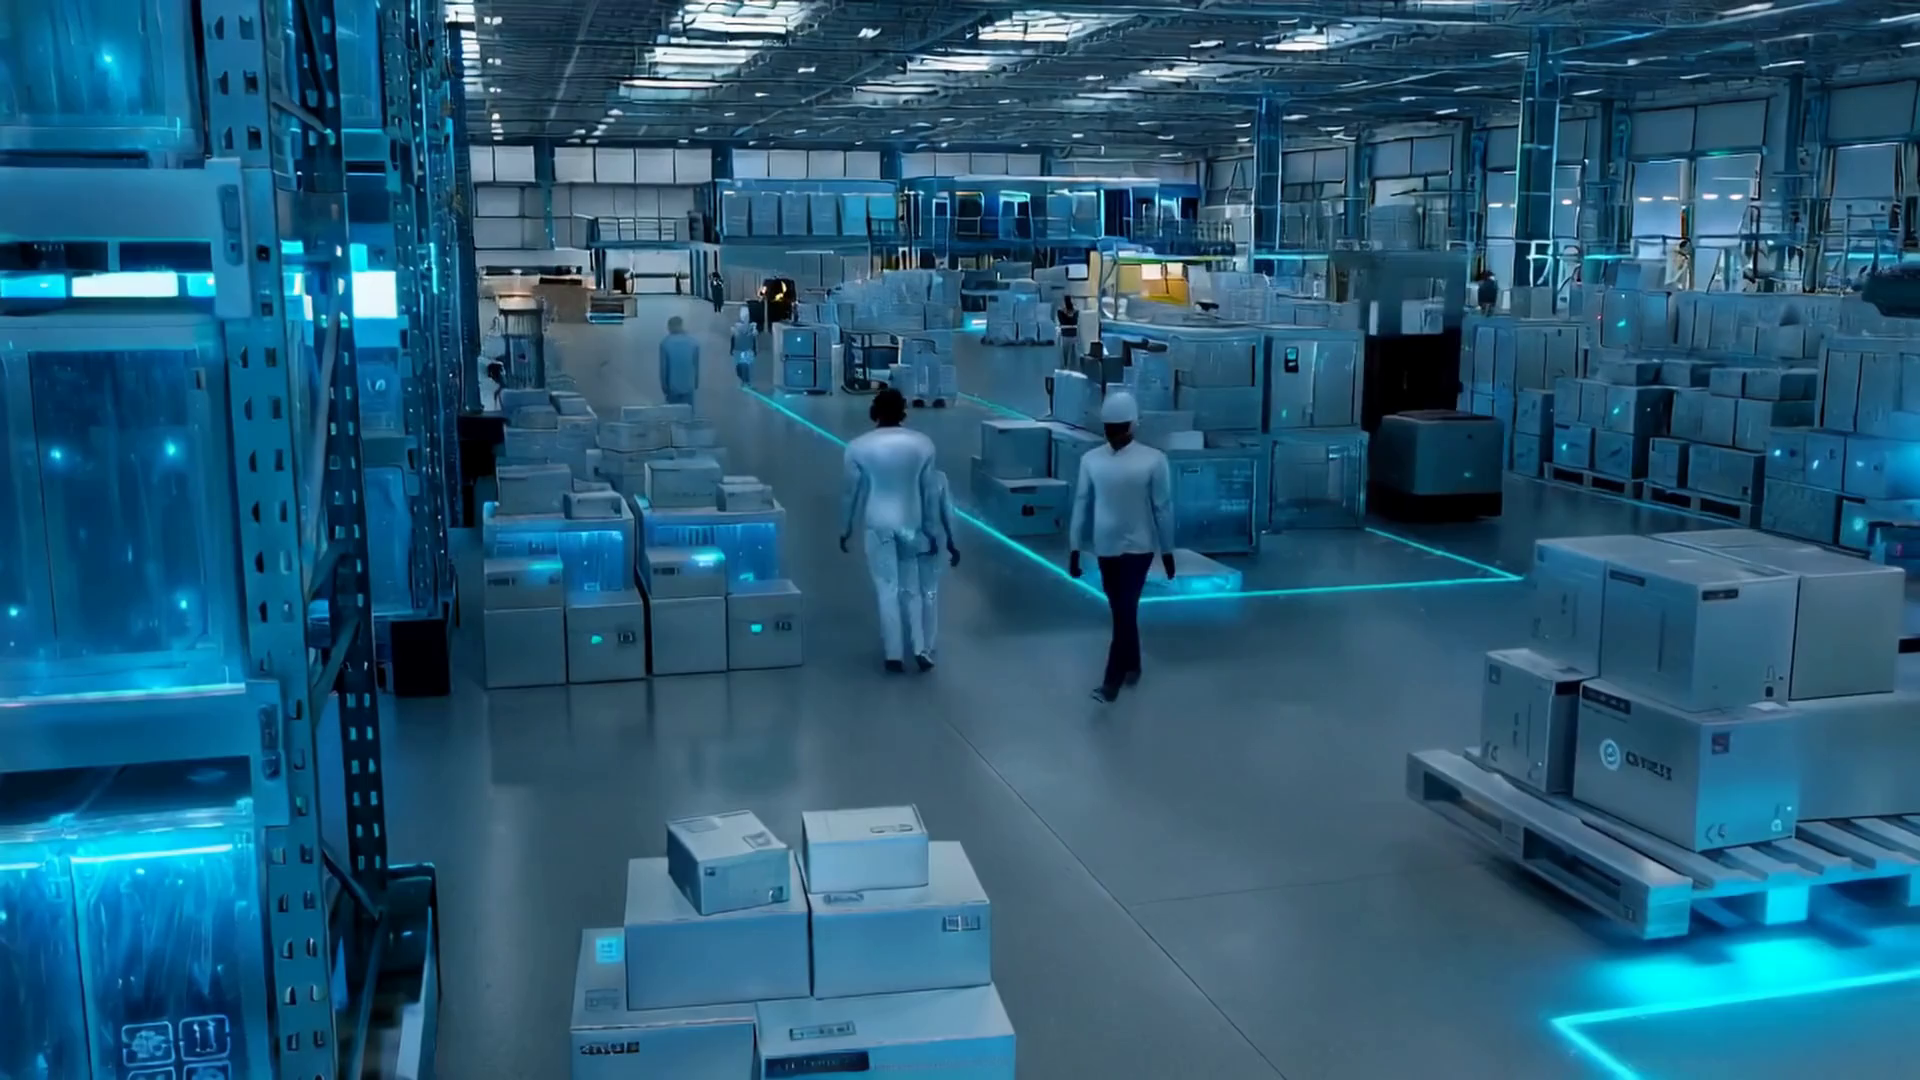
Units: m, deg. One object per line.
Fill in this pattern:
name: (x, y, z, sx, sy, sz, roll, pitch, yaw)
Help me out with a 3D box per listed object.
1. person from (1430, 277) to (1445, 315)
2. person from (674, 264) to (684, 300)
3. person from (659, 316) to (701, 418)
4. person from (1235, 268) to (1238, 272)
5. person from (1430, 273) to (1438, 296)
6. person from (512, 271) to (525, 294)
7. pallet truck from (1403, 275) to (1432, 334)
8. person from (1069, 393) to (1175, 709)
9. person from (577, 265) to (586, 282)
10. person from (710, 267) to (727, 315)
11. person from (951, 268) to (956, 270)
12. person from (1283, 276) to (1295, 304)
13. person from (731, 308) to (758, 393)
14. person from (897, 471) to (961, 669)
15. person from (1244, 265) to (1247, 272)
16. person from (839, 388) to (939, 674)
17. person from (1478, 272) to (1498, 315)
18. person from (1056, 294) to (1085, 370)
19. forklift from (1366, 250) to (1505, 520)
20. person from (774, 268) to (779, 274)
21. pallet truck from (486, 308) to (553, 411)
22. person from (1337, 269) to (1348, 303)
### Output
person: (16.844, -8.331, 58.393, 0.649, 1.800, 0.910, 2, 10, 12)
person: (-15.133, -13.927, 89.759, 0.408, 1.918, 0.623, 7, 12, 34)
person: (-4.082, -2.327, 24.268, 0.645, 1.852, 1.016, -4, 11, -22)
person: (13.593, -12.468, 81.849, 0.942, 1.804, 0.633, 10, 14, 44)
person: (21.816, -11.473, 76.616, 0.539, 1.645, 0.926, -4, 11, -20)
person: (-19.713, -11.106, 74.256, 0.525, 1.756, 0.398, 0, 10, 0)
pallet truck: (14.620, -7.324, 52.145, 0.823, 1.965, 1.885, 8, 13, 40)
person: (0.954, 0.066, 10.407, 0.656, 1.949, 0.996, 6, 12, 31)
person: (-19.709, -13.365, 86.674, 0.579, 1.882, 0.342, 8, 13, 40)
person: (-10.171, -10.540, 70.232, 0.693, 2.000, 0.745, 0, 10, 1)
person: (-0.339, -10.075, 67.751, 0.614, 2.011, 0.938, -8, 13, -39)
person: (11.144, -8.101, 56.980, 0.554, 1.838, 0.859, -6, 12, -32)
person: (-4.248, -3.757, 32.867, 0.545, 1.668, 0.690, 1, 10, 6)
person: (-0.281, 0.068, 11.455, 0.568, 1.582, 0.865, -1, 10, -4)
person: (13.502, -12.031, 78.800, 0.378, 1.996, 0.610, 0, 10, 1)
person: (-0.523, -0.086, 11.407, 0.662, 1.906, 0.881, -4, 11, -19)
person: (18.492, -8.396, 58.260, 0.641, 1.979, 0.484, 2, 10, 11)
person: (2.368, -4.338, 35.671, 0.609, 1.860, 0.845, 0, 10, 1)
forklift: (4.938, -1.715, 17.887, 1.129, 2.768, 1.873, -3, 10, -16)
person: (-7.906, -10.735, 71.625, 0.547, 1.938, 0.377, -4, 11, -20)
pallet truck: (-6.242, -2.418, 24.362, 0.823, 1.965, 1.885, 1, 10, 3)
person: (17.964, -11.830, 78.001, 0.663, 1.875, 0.587, -8, 13, -38)
